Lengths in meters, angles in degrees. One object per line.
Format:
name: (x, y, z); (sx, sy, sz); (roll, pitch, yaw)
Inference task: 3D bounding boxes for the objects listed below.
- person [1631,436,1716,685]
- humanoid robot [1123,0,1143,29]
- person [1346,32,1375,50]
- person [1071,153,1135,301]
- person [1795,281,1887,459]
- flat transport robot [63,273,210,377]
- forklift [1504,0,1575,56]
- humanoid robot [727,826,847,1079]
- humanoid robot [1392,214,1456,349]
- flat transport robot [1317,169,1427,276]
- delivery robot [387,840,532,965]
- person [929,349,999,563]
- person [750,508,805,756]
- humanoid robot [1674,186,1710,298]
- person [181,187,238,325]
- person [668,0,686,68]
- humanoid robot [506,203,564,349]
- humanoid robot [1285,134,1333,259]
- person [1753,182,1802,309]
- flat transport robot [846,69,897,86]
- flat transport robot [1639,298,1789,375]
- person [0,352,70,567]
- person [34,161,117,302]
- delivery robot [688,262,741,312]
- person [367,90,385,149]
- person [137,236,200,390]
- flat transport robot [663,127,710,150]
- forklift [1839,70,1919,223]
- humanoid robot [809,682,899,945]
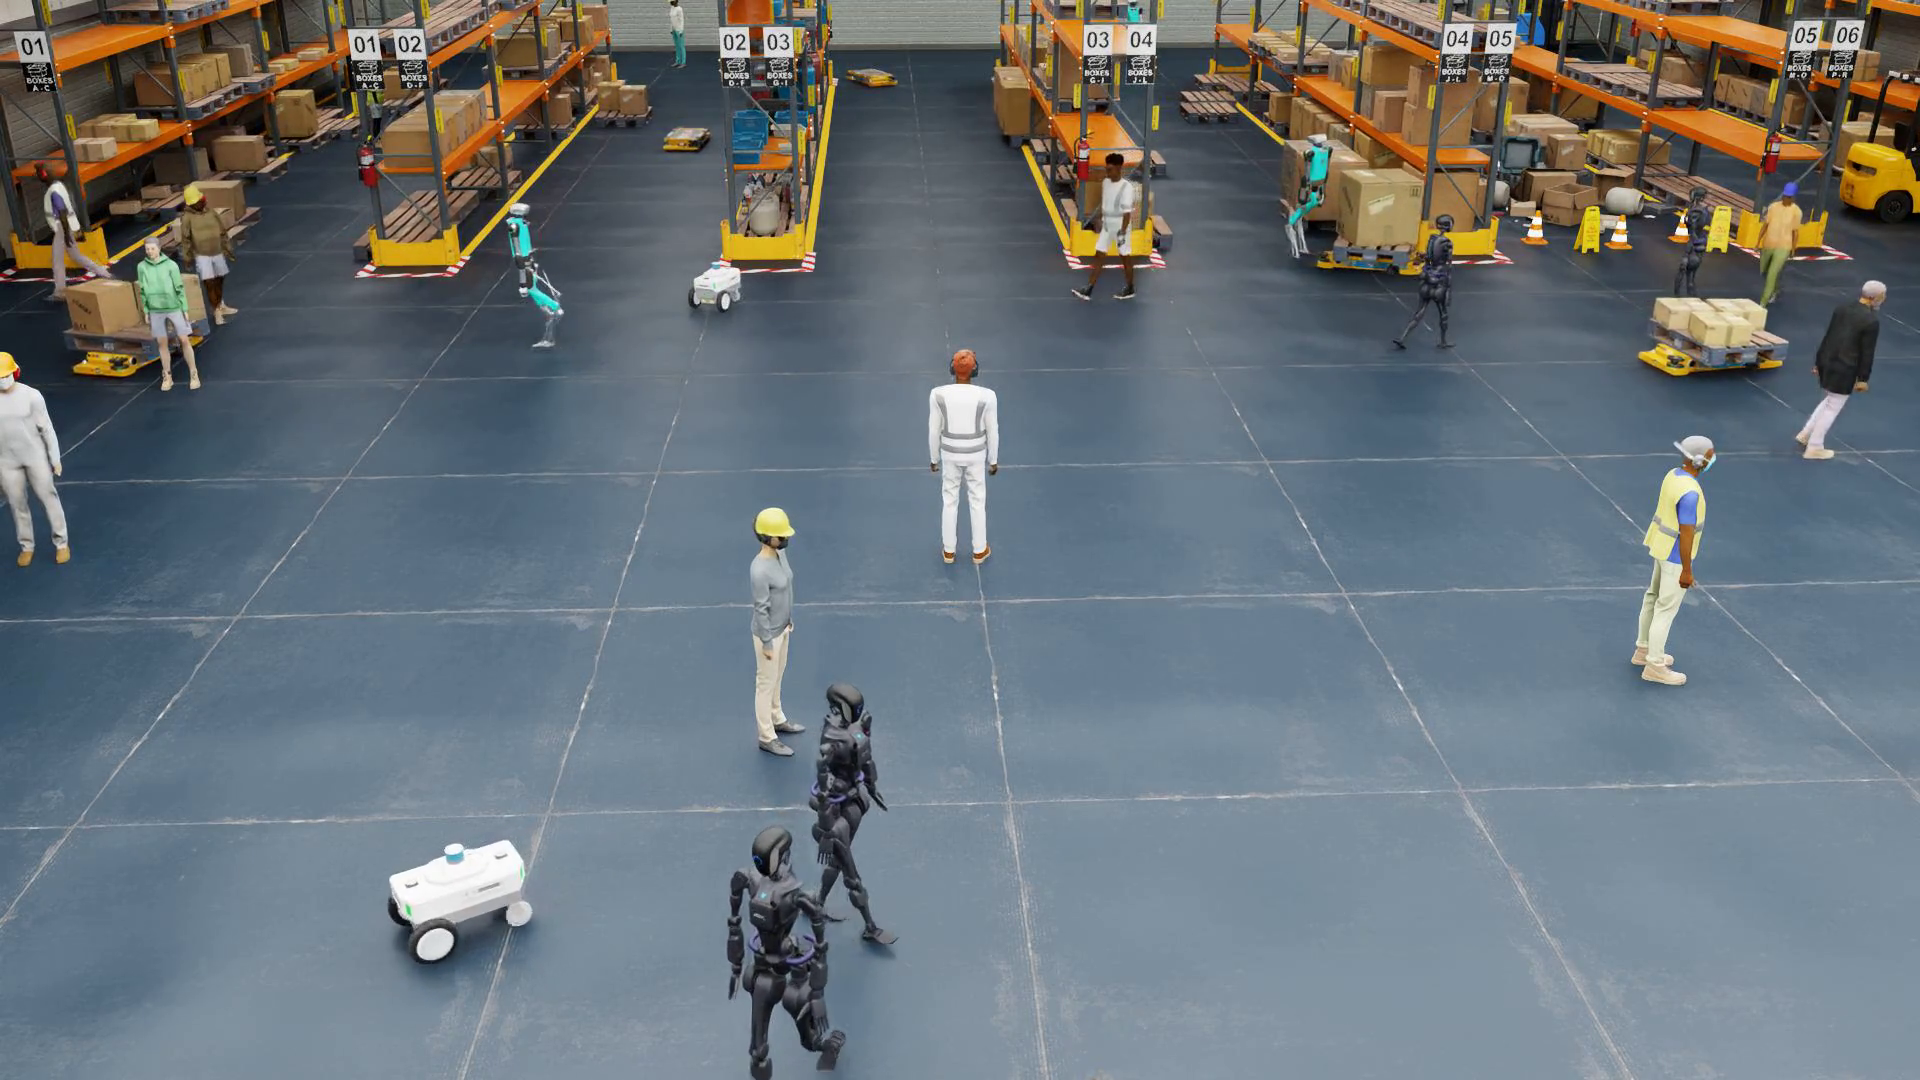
person: (5.221, 0.137, 12.173); (0.400, 1.893, 0.520); (3, 24, 6)
humanoid robot: (4.150, -11.691, 39.006); (0.552, 1.822, 0.796); (-10, 26, -21)
person: (10.089, -12.888, 41.595); (0.871, 1.765, 0.593); (-3, 24, -6)
person: (1.916, -4.012, 21.457); (0.968, 1.915, 0.626); (-15, 28, -31)
person: (8.647, -1.653, 16.280); (0.452, 1.822, 0.566); (-4, 24, -9)
flat transport robot: (-9.613, -2.226, 19.473); (0.659, 0.231, 1.431); (6, 25, 12)
forklift: (14.700, -13.805, 42.301); (1.873, 2.768, 1.129); (-1, 24, -2)
humanoid robot: (-0.830, 2.088, 8.121); (0.593, 1.651, 0.742); (12, 27, 25)
humanoid robot: (5.563, -3.030, 19.636); (0.789, 1.650, 0.589); (-7, 25, -16)
flat transport robot: (5.771, -3.918, 23.276); (1.431, 0.231, 0.659); (8, 25, 17)
delivery robot: (-2.880, 2.023, 9.566); (0.785, 0.587, 0.499); (-15, 28, -30)
person: (0.033, -0.698, 14.056); (0.585, 1.882, 0.343); (2, 24, 5)
person: (-1.249, 0.603, 11.278); (0.312, 1.767, 0.521); (4, 24, 9)
humanoid robot: (9.185, -3.639, 20.928); (0.462, 1.648, 0.583); (11, 26, 24)
person: (-9.374, -3.560, 20.696); (0.561, 1.729, 0.627); (21, 32, 39)
person: (-6.908, -12.413, 40.534); (0.324, 1.759, 0.523); (-17, 29, -33)
humanoid robot: (-4.911, -3.010, 19.570); (0.716, 1.914, 0.549); (-1, 24, -3)
humanoid robot: (4.874, -4.908, 23.664); (0.533, 1.776, 0.668); (-19, 30, -36)
person: (10.379, -3.719, 21.083); (0.767, 1.686, 0.449); (-18, 30, -35)
flat transport robot: (-2.061, -10.722, 38.565); (0.659, 0.231, 1.431); (-12, 27, -26)
flat transport robot: (8.703, -2.131, 19.261); (1.431, 0.231, 0.659); (-5, 25, -12)
person: (-7.910, -0.691, 14.037); (0.574, 1.887, 0.394); (-6, 25, -12)
person: (-11.618, -4.037, 21.664); (0.874, 1.802, 0.574); (-12, 27, -24)
delivery robot: (-3.148, -3.269, 21.488); (0.502, 0.612, 0.783); (10, 26, 21)
person: (-10.929, -8.203, 31.158); (0.322, 1.690, 0.531); (-5, 25, -12)
person: (-8.719, -2.498, 18.288); (0.471, 1.735, 0.326); (-4, 24, -8)
flat transport robot: (-5.183, -7.609, 31.570); (0.659, 0.231, 1.431); (1, 24, 1)
forklift: (15.132, -6.143, 25.915); (2.313, 2.155, 1.214); (-1, 24, -2)
humanoid robot: (-0.610, 1.511, 9.375); (0.698, 1.635, 0.603); (12, 27, 24)
